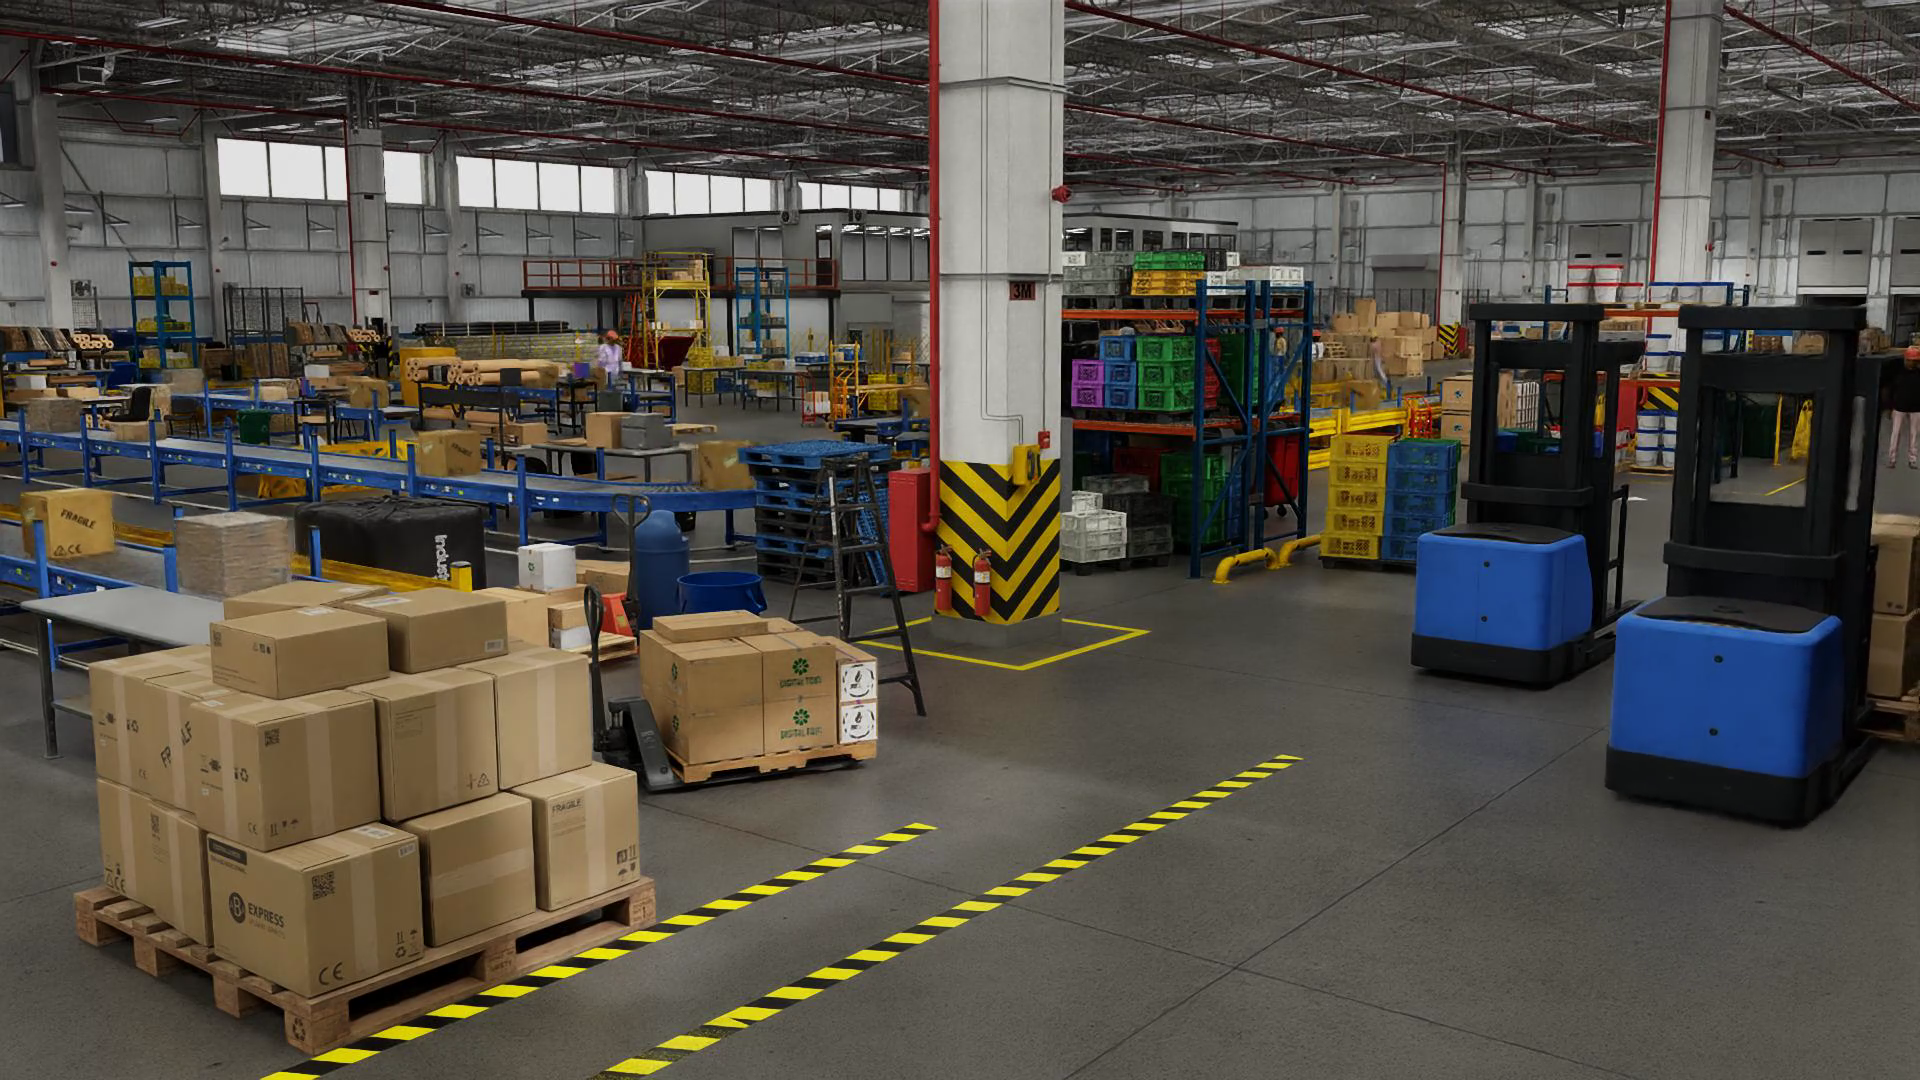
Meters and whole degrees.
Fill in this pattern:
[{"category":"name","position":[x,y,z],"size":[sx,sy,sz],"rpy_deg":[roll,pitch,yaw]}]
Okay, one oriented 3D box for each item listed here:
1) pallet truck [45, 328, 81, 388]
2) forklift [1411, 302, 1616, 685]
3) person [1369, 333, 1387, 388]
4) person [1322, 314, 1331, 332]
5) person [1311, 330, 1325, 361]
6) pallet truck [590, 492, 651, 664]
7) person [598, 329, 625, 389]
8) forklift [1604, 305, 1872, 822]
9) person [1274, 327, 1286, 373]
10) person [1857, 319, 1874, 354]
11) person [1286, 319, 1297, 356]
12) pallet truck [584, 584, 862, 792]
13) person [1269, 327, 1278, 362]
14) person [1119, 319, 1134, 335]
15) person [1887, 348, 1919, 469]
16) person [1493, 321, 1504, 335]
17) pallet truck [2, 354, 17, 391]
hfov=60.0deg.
[{"category":"pallet truck","position":[-23.775,-4.544,43.495],"size":[1.885,1.965,0.823],"rpy_deg":[6,10,35]},{"category":"forklift","position":[4.379,-0.438,12.852],"size":[1.129,2.768,1.873],"rpy_deg":[7,11,37]},{"category":"person","position":[12.609,-5.434,50.484],"size":[1.007,1.700,0.538],"rpy_deg":[7,11,39]},{"category":"person","position":[17.509,-9.797,79.119],"size":[0.634,1.933,0.617],"rpy_deg":[-1,9,-10]},{"category":"person","position":[9.386,-4.579,43.928],"size":[0.356,1.936,0.551],"rpy_deg":[7,11,40]},{"category":"pallet truck","position":[-3.115,0.344,12.883],"size":[0.653,1.274,1.630],"rpy_deg":[7,11,37]},{"category":"person","position":[-8.324,-4.029,39.890],"size":[0.591,2.025,0.619],"rpy_deg":[8,12,43]},{"category":"forklift","position":[4.633,0.029,9.701],"size":[1.129,2.768,1.873],"rpy_deg":[6,11,37]},{"category":"person","position":[9.194,-5.176,47.952],"size":[0.356,1.937,0.552],"rpy_deg":[3,9,22]},{"category":"person","position":[34.544,-7.461,63.429],"size":[0.585,1.917,0.382],"rpy_deg":[1,8,6]},{"category":"person","position":[15.286,-9.376,77.074],"size":[0.871,1.700,0.495],"rpy_deg":[-4,9,-23]},{"category":"pallet truck","position":[-1.426,0.805,10.019],"size":[1.601,1.201,0.680],"rpy_deg":[-4,9,-26]},{"category":"person","position":[10.743,-6.509,57.228],"size":[0.547,1.852,0.392],"rpy_deg":[8,12,44]},{"category":"person","position":[6.285,-7.372,62.667],"size":[0.607,1.964,0.372],"rpy_deg":[2,9,16]},{"category":"person","position":[15.654,-2.164,27.460],"size":[0.622,1.992,0.388],"rpy_deg":[3,9,21]},{"category":"person","position":[25.802,-9.851,79.846],"size":[0.656,1.822,0.496],"rpy_deg":[-7,11,-38]},{"category":"pallet truck","position":[-24.881,-4.417,42.634],"size":[1.885,1.965,0.823],"rpy_deg":[8,11,41]}]
